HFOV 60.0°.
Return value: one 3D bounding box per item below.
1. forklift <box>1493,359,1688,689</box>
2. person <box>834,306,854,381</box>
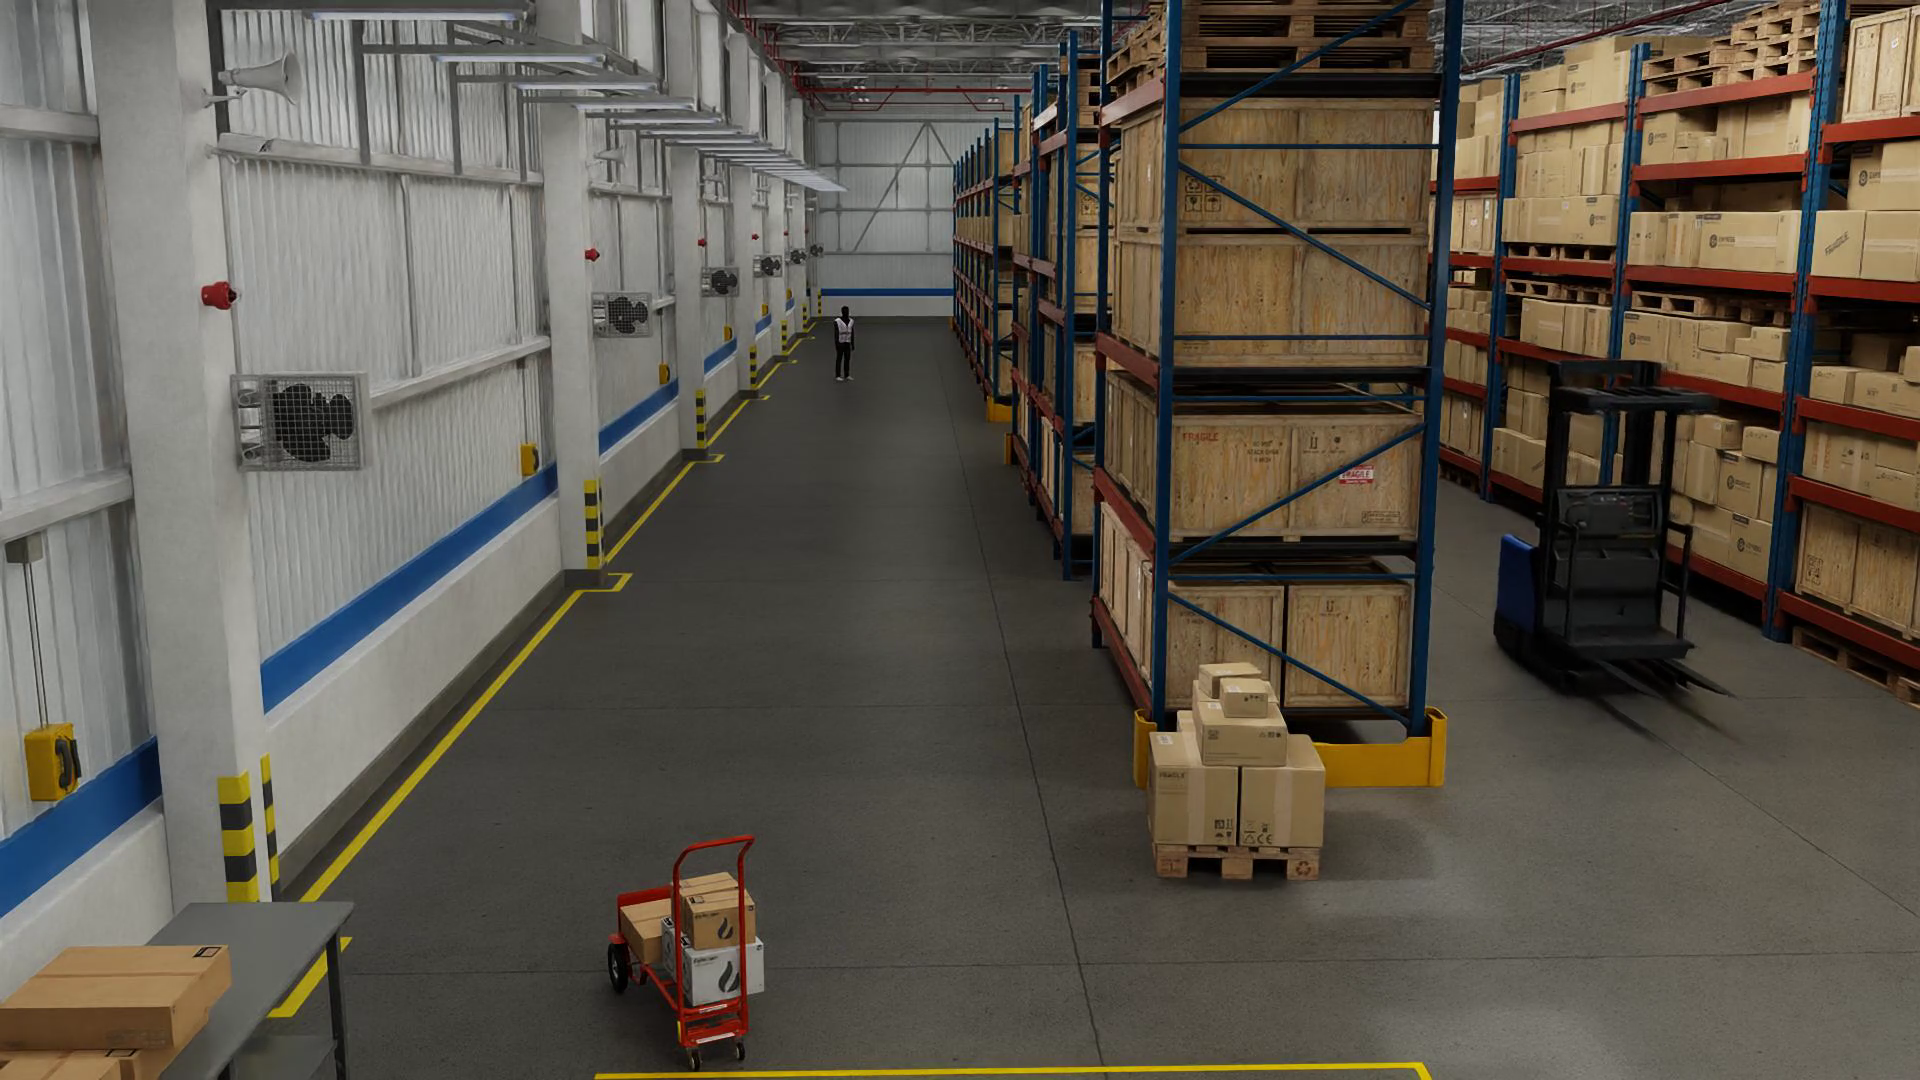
[{"bbox_3d":[5.731,-0.238,15.089,1.129,2.768,1.873,0,11,-2],"label":"forklift"},{"bbox_3d":[-2.967,-5.023,42.527,0.589,1.909,0.395,-9,14,-39],"label":"person"}]
